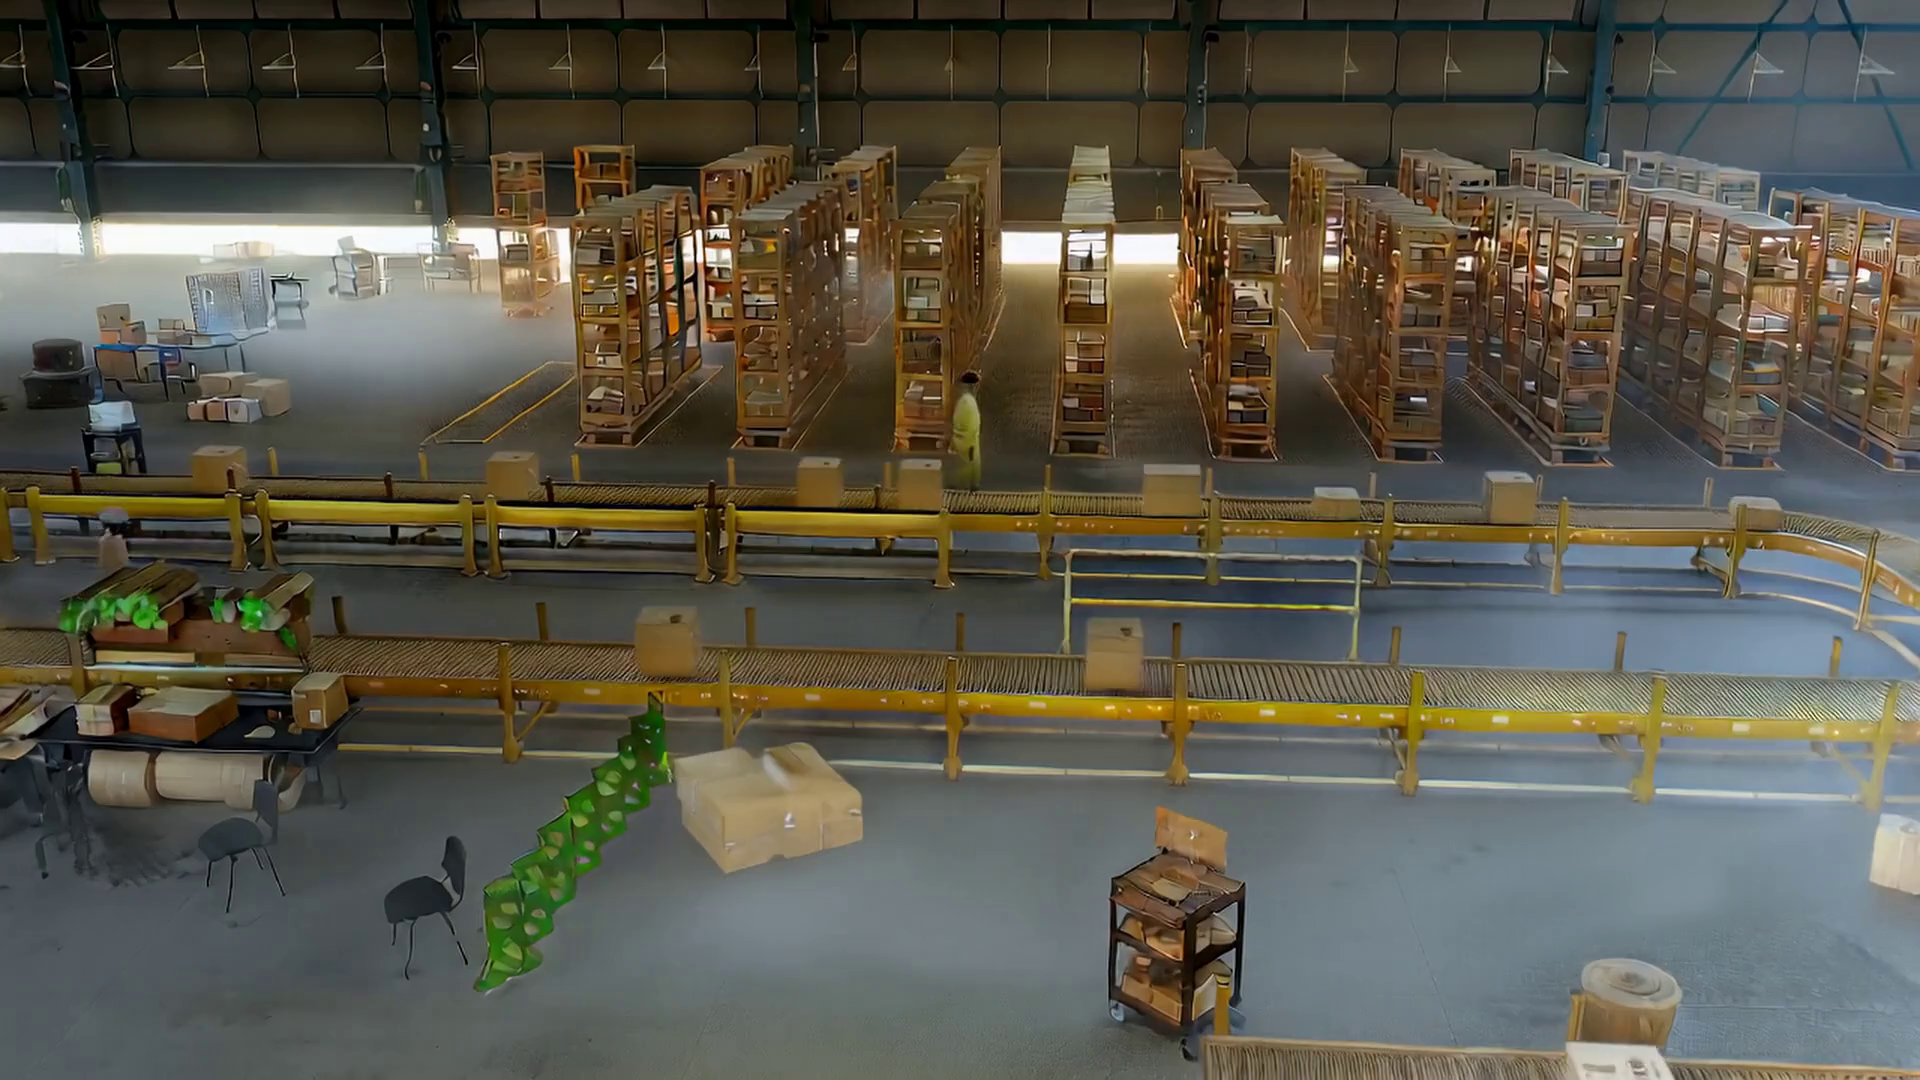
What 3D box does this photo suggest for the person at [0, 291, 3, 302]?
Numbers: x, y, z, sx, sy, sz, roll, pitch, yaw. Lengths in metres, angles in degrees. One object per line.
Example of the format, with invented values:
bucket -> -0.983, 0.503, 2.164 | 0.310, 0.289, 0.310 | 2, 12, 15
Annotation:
person -> -22.759, -6.348, 38.838 | 0.530, 1.754, 0.457 | 1, 18, 2

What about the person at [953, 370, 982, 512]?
person -> 0.114, -1.342, 22.682 | 0.413, 1.914, 0.699 | -1, 18, -2

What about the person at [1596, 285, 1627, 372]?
person -> 12.257, -4.044, 31.393 | 0.566, 1.838, 0.384 | 12, 21, 34

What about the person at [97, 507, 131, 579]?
person -> -8.784, 0.484, 17.199 | 0.884, 1.724, 0.517 | -4, 18, -13

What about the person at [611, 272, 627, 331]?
person -> -6.665, -4.432, 32.713 | 0.945, 1.784, 0.612 | -1, 18, -3
